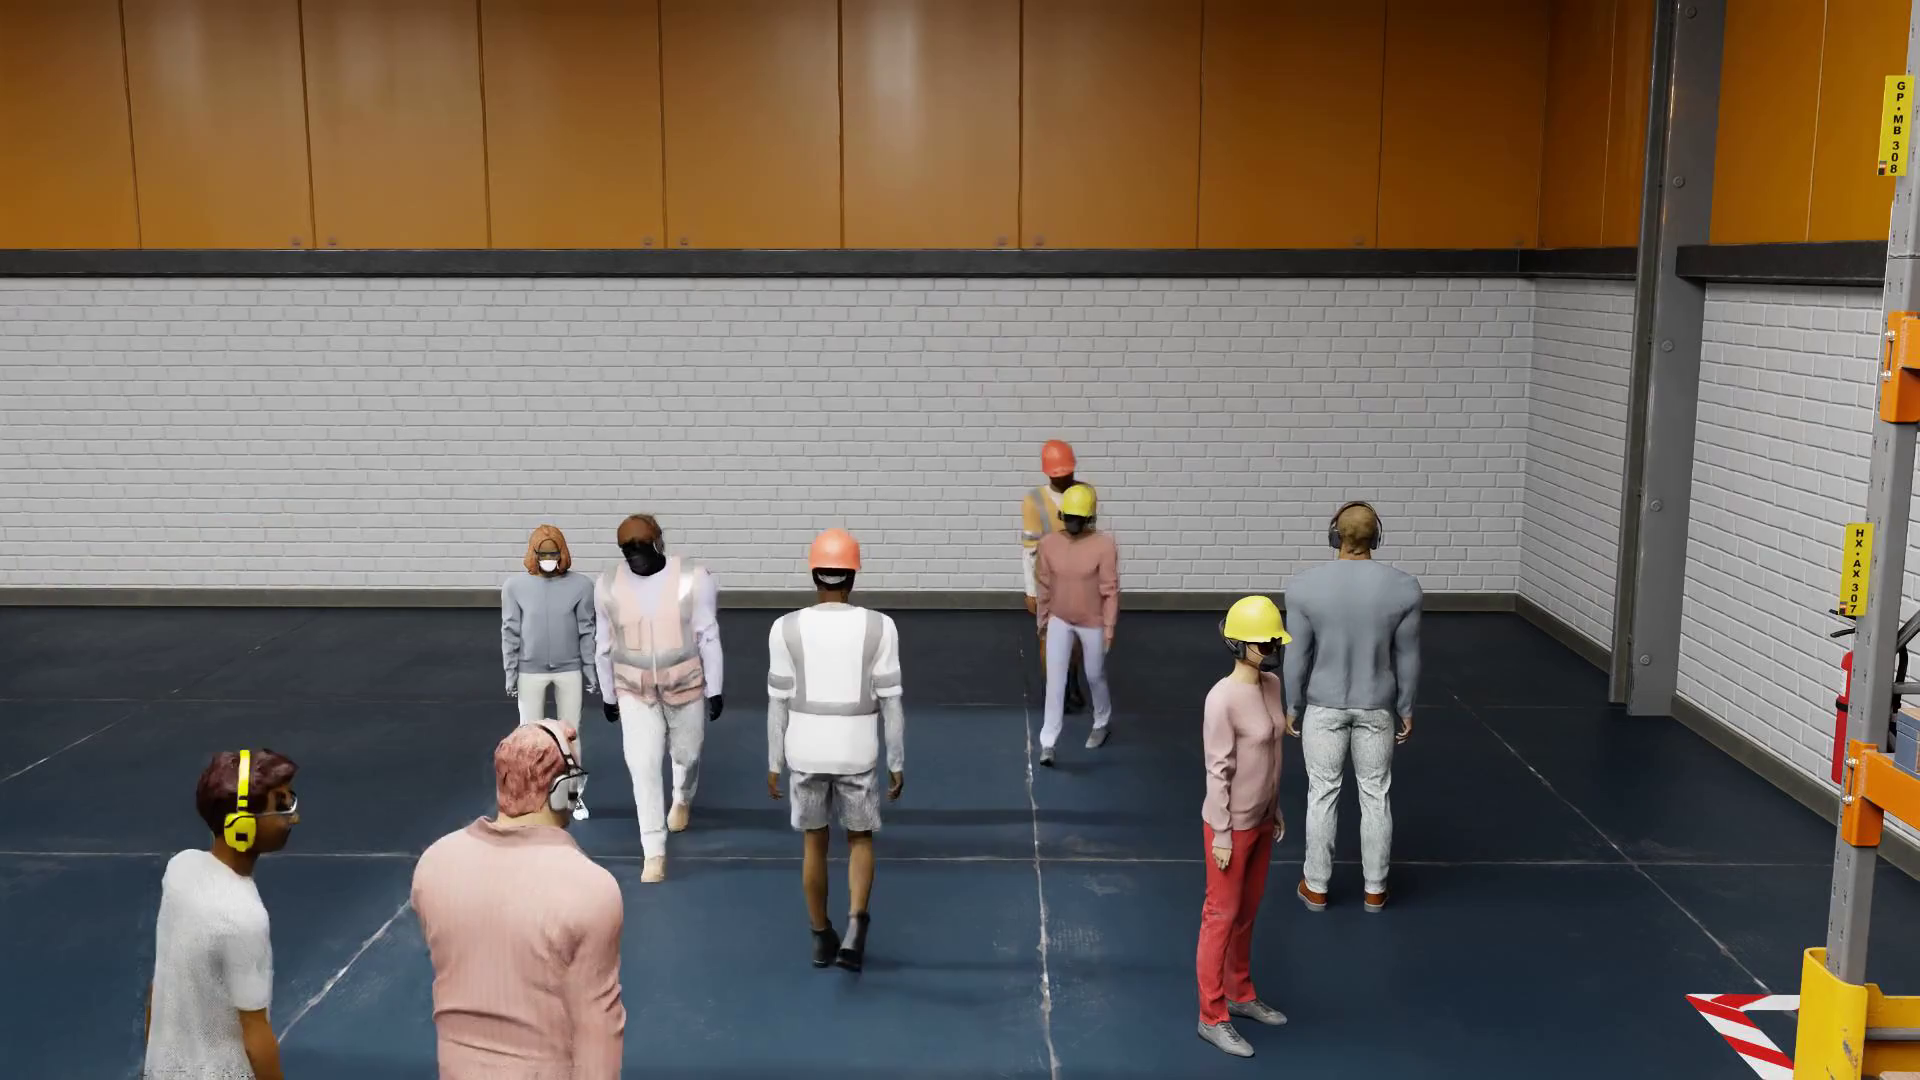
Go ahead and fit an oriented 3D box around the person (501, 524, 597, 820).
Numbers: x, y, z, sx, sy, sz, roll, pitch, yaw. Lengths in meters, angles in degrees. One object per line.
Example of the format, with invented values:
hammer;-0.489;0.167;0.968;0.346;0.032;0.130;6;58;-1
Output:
person;-2.209;0.720;8.978;0.497;1.633;0.287;-3;10;-18

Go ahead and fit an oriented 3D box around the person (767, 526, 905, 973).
person;-0.527;0.908;7.008;0.585;1.912;0.612;-1;9;-3

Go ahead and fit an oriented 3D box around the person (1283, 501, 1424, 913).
person;1.810;0.776;7.728;0.631;1.940;0.370;1;10;7

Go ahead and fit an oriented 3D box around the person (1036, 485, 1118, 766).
person;0.703;0.500;10.064;0.559;1.712;0.935;4;10;20

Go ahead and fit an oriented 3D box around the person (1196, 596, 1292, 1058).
person;1.110;1.081;6.422;0.314;1.768;0.527;6;11;34

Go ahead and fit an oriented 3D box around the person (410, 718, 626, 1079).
person;-1.078;1.388;4.274;0.640;1.878;0.698;4;10;21

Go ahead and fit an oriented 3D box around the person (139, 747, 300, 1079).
person;-1.851;1.417;4.287;0.988;1.804;0.548;-7;12;-38

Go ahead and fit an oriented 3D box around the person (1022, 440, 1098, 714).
person;0.675;0.260;10.989;0.589;1.883;0.579;-4;10;-21

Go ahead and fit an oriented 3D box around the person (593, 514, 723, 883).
person;-1.513;0.732;8.428;0.644;1.800;0.903;-1;10;-6
